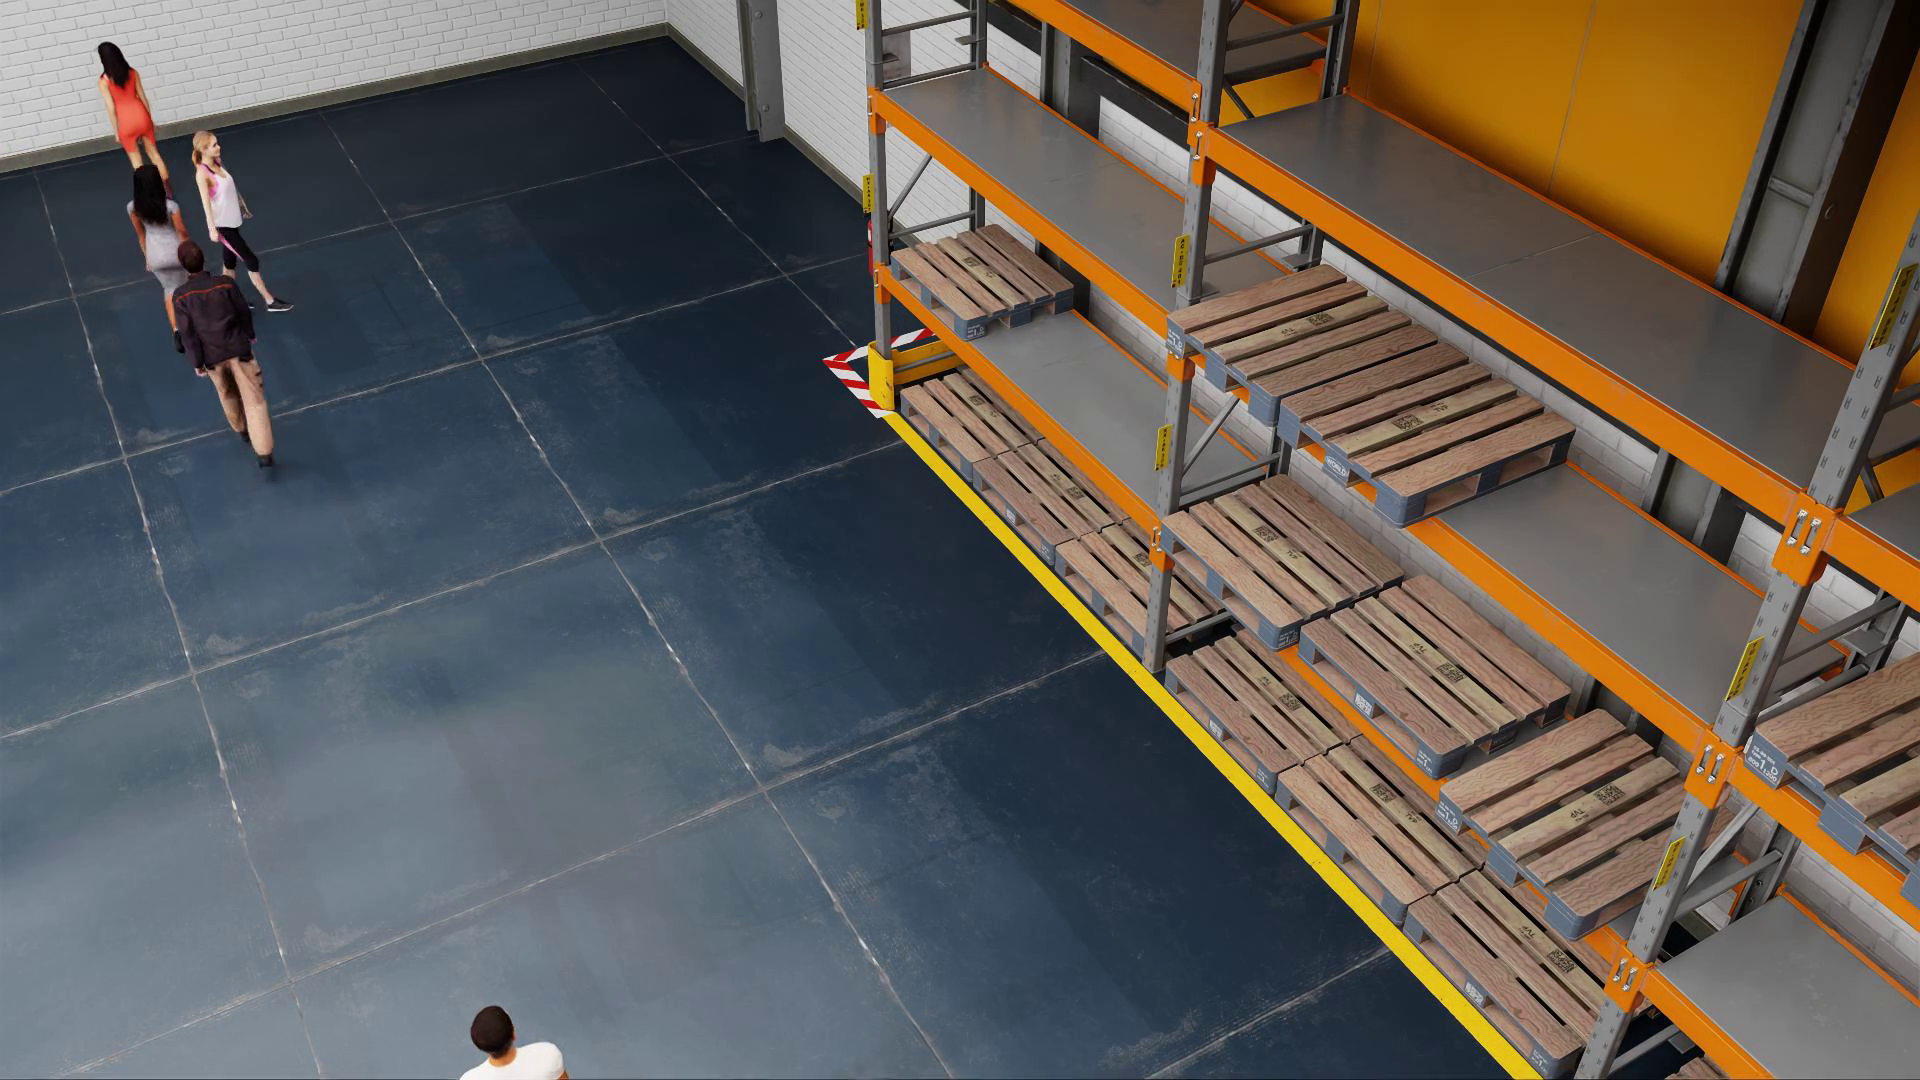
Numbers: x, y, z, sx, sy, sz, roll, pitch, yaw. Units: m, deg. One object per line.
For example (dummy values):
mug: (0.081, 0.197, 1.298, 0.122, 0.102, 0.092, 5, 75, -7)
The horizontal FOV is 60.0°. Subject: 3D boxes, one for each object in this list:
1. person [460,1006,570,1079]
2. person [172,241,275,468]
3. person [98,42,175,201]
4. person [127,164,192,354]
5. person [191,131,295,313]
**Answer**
person: (-2.037, 2.809, 7.869, 0.636, 1.800, 0.528, -19, 42, -22)
person: (-5.756, -1.416, 13.085, 0.785, 1.893, 1.223, -15, 41, -18)
person: (-8.282, -4.161, 16.662, 0.657, 1.719, 0.661, 25, 45, 28)
person: (-6.838, -2.358, 14.369, 0.756, 1.763, 0.923, -6, 39, -8)
person: (-6.690, -2.828, 14.955, 0.935, 1.766, 0.954, 0, 39, -1)
